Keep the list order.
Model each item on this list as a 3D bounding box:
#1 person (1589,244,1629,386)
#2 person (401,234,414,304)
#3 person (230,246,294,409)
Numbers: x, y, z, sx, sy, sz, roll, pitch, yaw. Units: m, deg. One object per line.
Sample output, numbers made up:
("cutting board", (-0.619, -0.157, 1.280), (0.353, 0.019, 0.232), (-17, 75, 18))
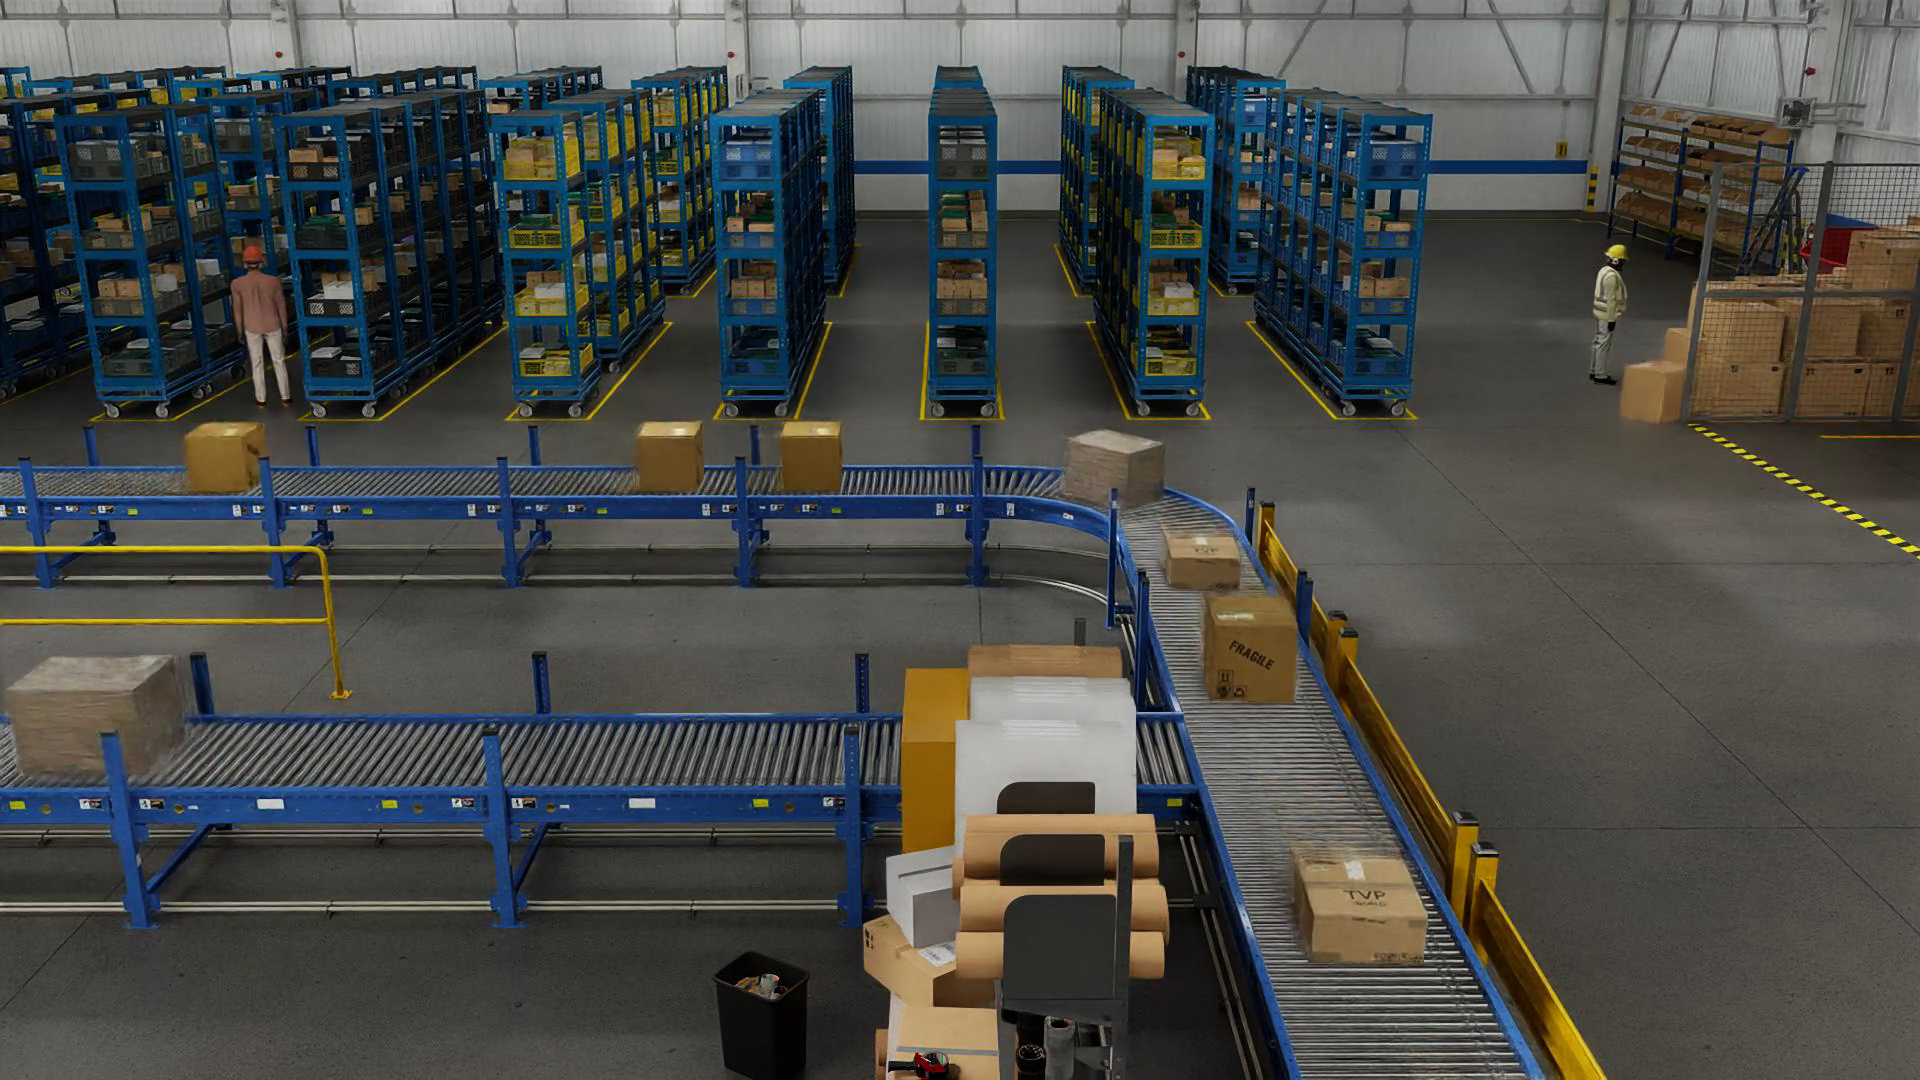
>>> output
("person", (8.491, -2.950, 21.760), (0.404, 1.834, 0.589), (3, 18, 8))
("person", (-8.832, -4.578, 26.758), (0.566, 1.842, 0.389), (-12, 22, -33))
("person", (-8.574, -2.607, 20.443), (0.609, 1.996, 0.379), (-8, 20, -22))
